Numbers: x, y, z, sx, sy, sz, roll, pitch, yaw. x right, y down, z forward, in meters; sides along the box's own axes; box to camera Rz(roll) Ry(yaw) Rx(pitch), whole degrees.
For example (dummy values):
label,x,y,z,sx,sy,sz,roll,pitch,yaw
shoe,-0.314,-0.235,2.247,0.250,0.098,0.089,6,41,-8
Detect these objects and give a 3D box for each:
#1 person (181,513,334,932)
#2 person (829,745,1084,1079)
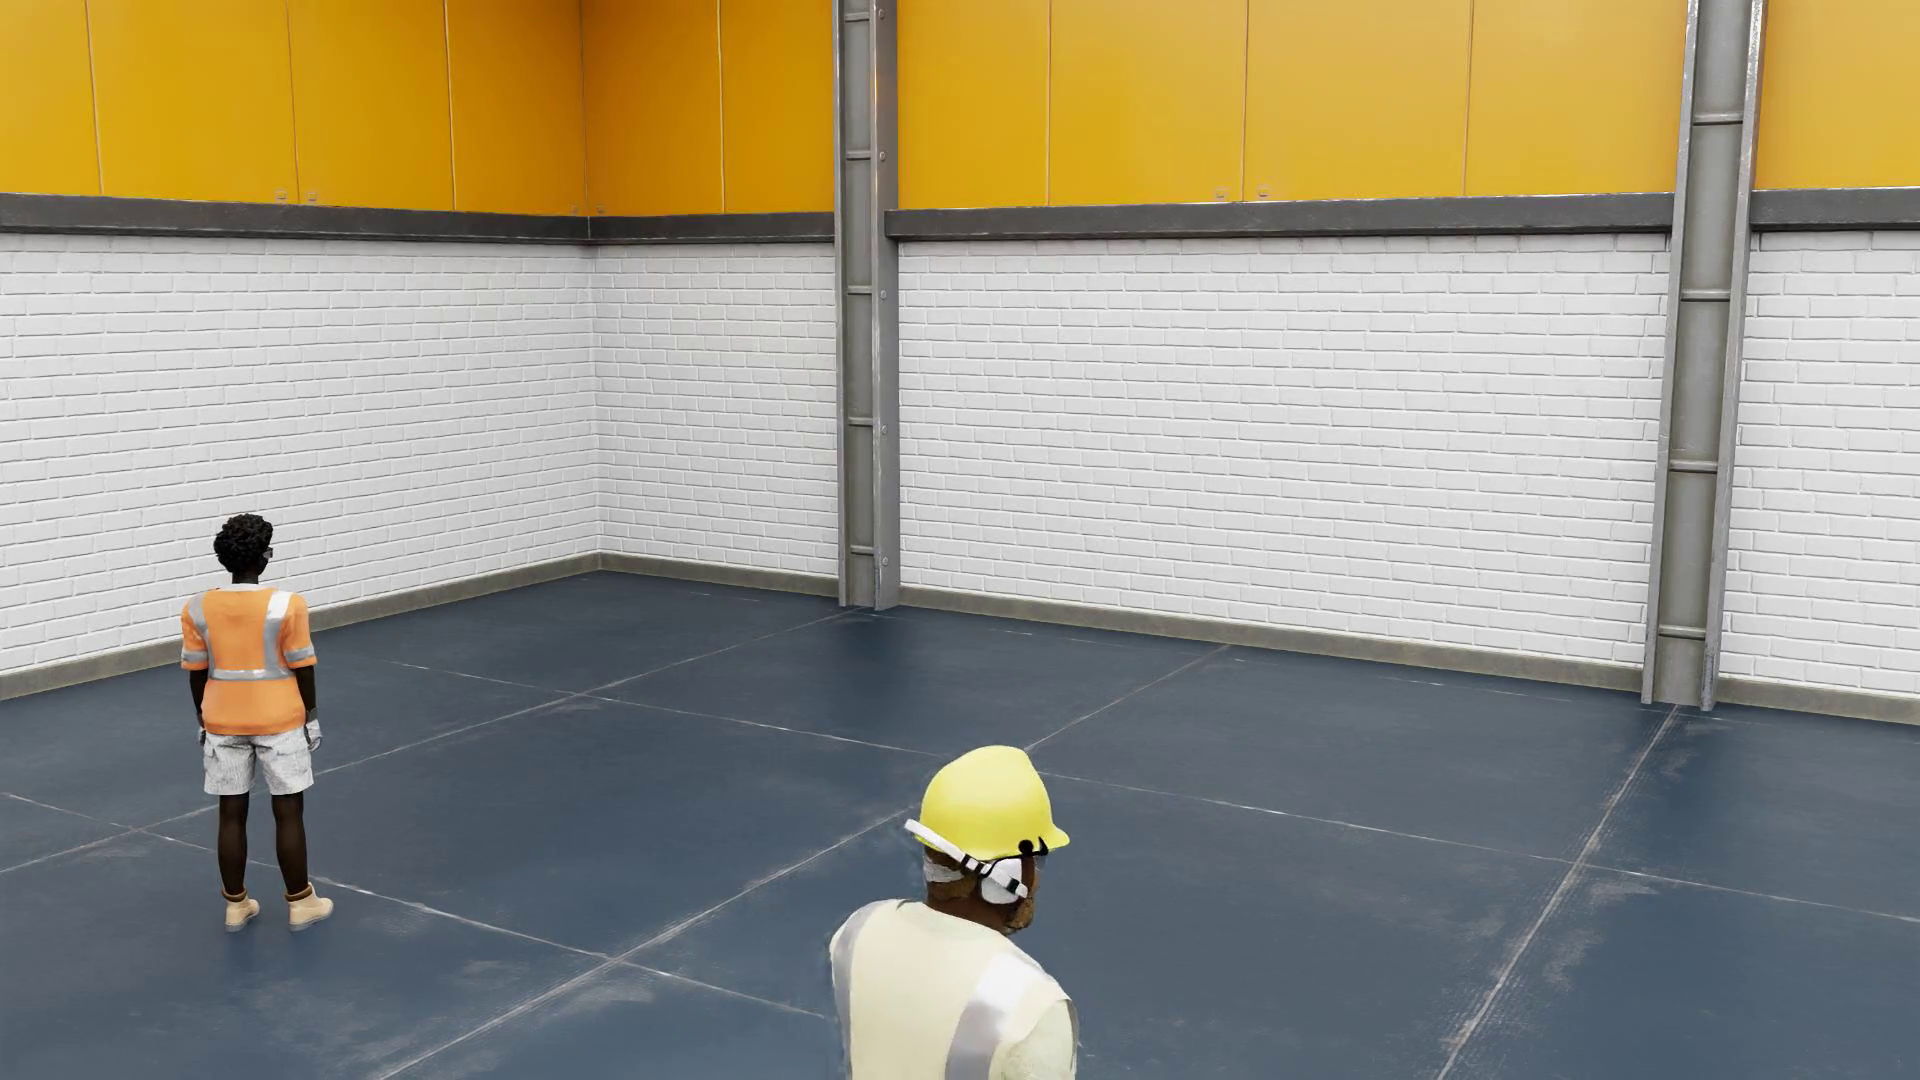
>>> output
label,x,y,z,sx,sy,sz,roll,pitch,yaw
person,-2.823,0.738,6.679,0.530,1.697,0.322,0,9,2
person,-0.016,1.271,3.018,0.497,1.811,0.589,-9,13,-44
